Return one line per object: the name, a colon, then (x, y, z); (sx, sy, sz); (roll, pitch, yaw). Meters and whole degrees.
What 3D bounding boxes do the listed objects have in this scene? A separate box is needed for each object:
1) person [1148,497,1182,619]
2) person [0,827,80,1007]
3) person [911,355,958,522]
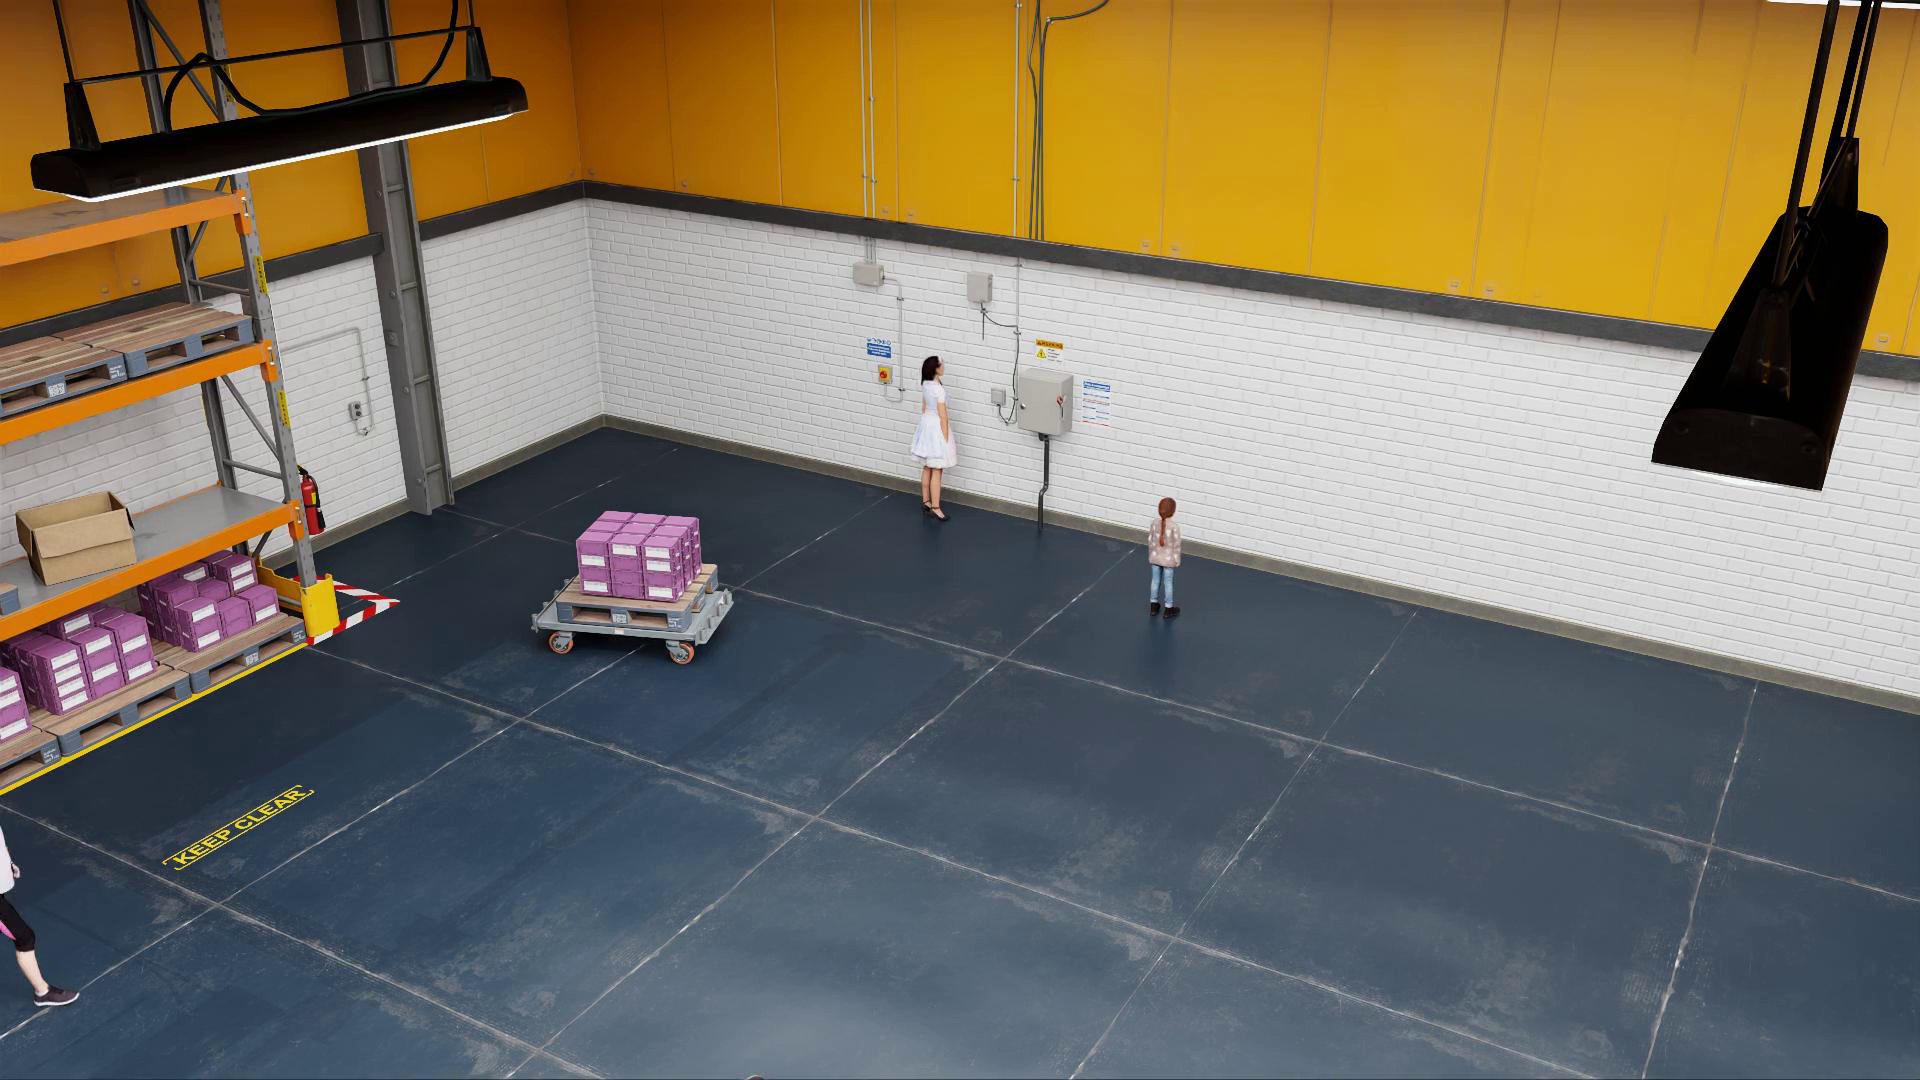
person: (1.913, 0.158, 15.629); (0.481, 1.194, 0.471); (14, 27, 29)
person: (-6.113, 2.187, 10.288); (1.143, 1.754, 1.104); (-5, 24, -12)
person: (-0.268, -1.094, 17.716); (0.896, 1.816, 0.849); (-12, 26, -25)
